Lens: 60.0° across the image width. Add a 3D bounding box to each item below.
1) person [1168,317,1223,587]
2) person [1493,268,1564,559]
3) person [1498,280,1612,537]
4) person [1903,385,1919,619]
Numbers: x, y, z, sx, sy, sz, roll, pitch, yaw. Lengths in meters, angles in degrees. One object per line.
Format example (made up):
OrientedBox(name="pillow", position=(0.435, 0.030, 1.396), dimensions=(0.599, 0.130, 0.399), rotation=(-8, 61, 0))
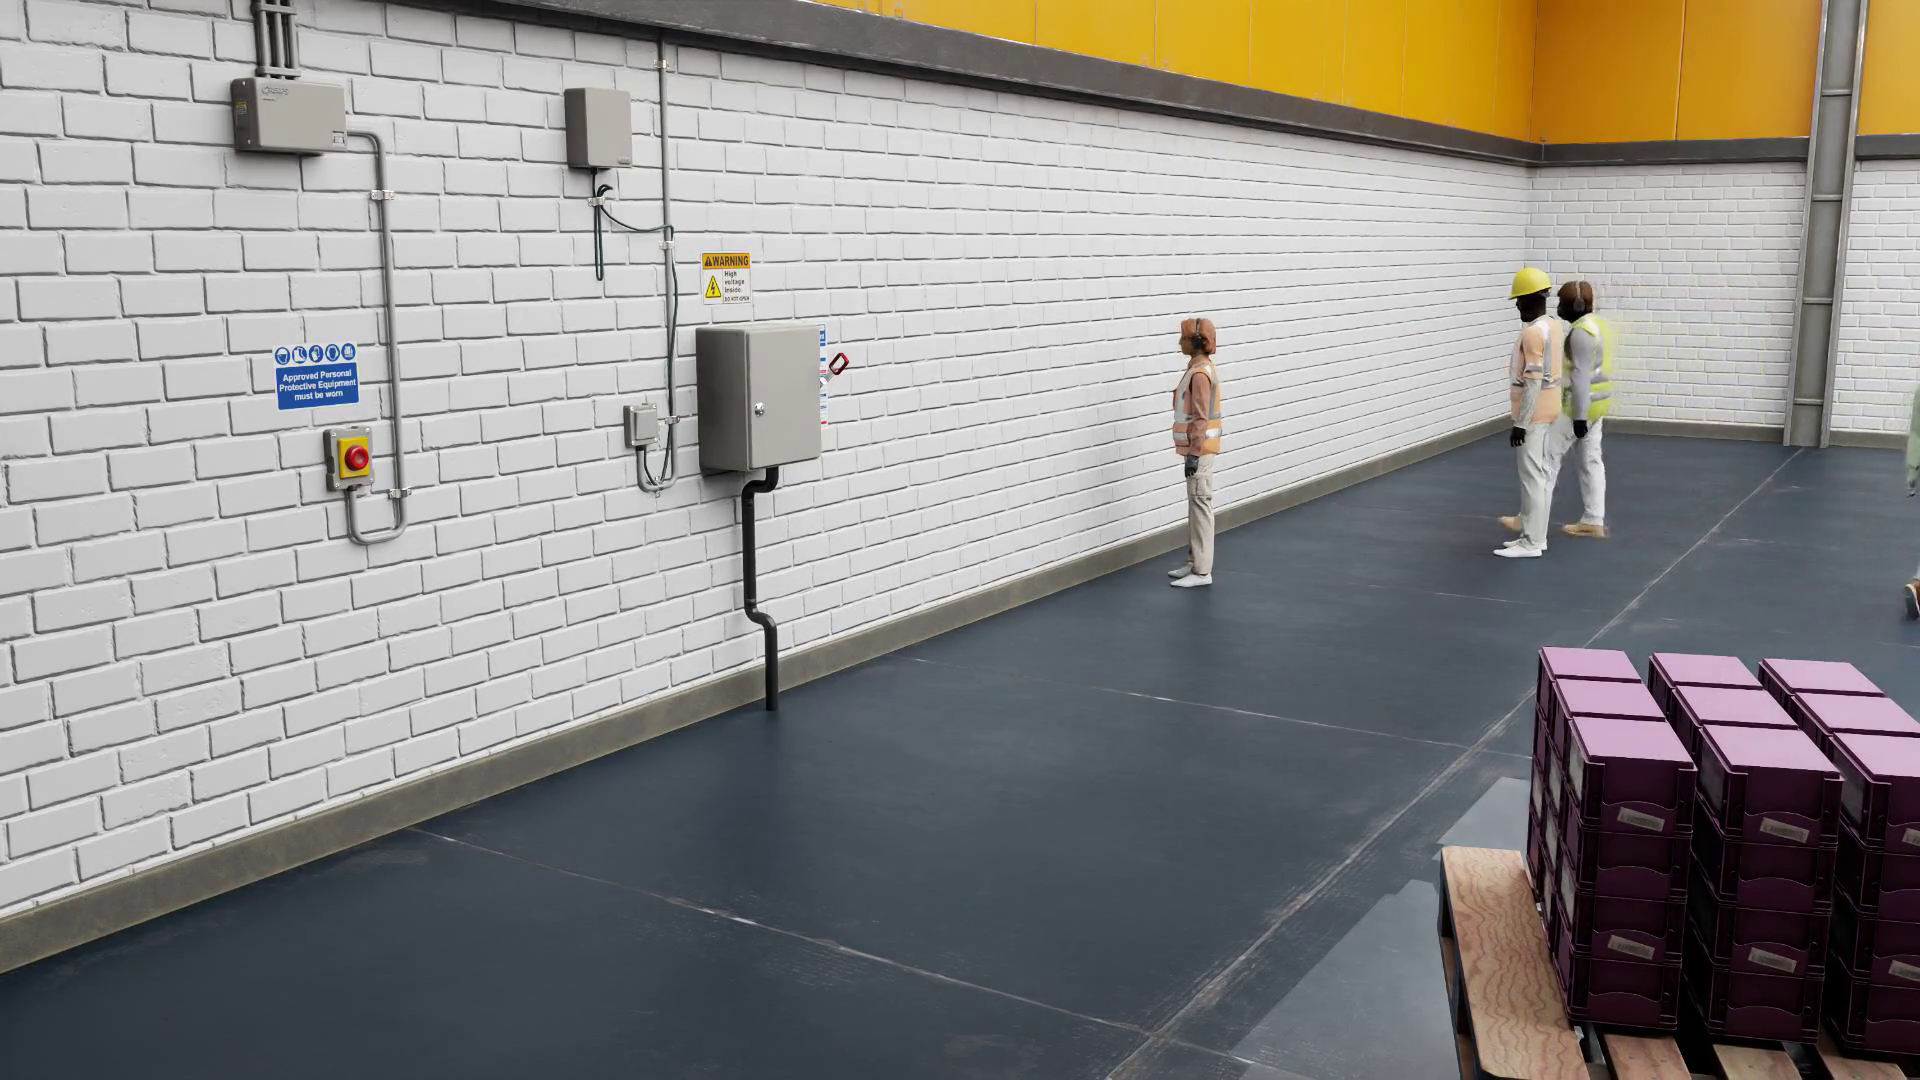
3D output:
OrientedBox(name="person", position=(1.438, -0.531, 10.124), dimensions=(0.308, 1.641, 0.511), rotation=(1, 10, 6))
OrientedBox(name="person", position=(3.775, -0.833, 11.024), dimensions=(0.380, 1.917, 0.586), rotation=(6, 12, 31))
OrientedBox(name="person", position=(4.244, -0.922, 11.812), dimensions=(0.829, 1.810, 0.650), rotation=(6, 12, 31))
OrientedBox(name="person", position=(5.540, -0.368, 9.317), dimensions=(0.750, 1.605, 0.498), rotation=(-6, 12, -30))
